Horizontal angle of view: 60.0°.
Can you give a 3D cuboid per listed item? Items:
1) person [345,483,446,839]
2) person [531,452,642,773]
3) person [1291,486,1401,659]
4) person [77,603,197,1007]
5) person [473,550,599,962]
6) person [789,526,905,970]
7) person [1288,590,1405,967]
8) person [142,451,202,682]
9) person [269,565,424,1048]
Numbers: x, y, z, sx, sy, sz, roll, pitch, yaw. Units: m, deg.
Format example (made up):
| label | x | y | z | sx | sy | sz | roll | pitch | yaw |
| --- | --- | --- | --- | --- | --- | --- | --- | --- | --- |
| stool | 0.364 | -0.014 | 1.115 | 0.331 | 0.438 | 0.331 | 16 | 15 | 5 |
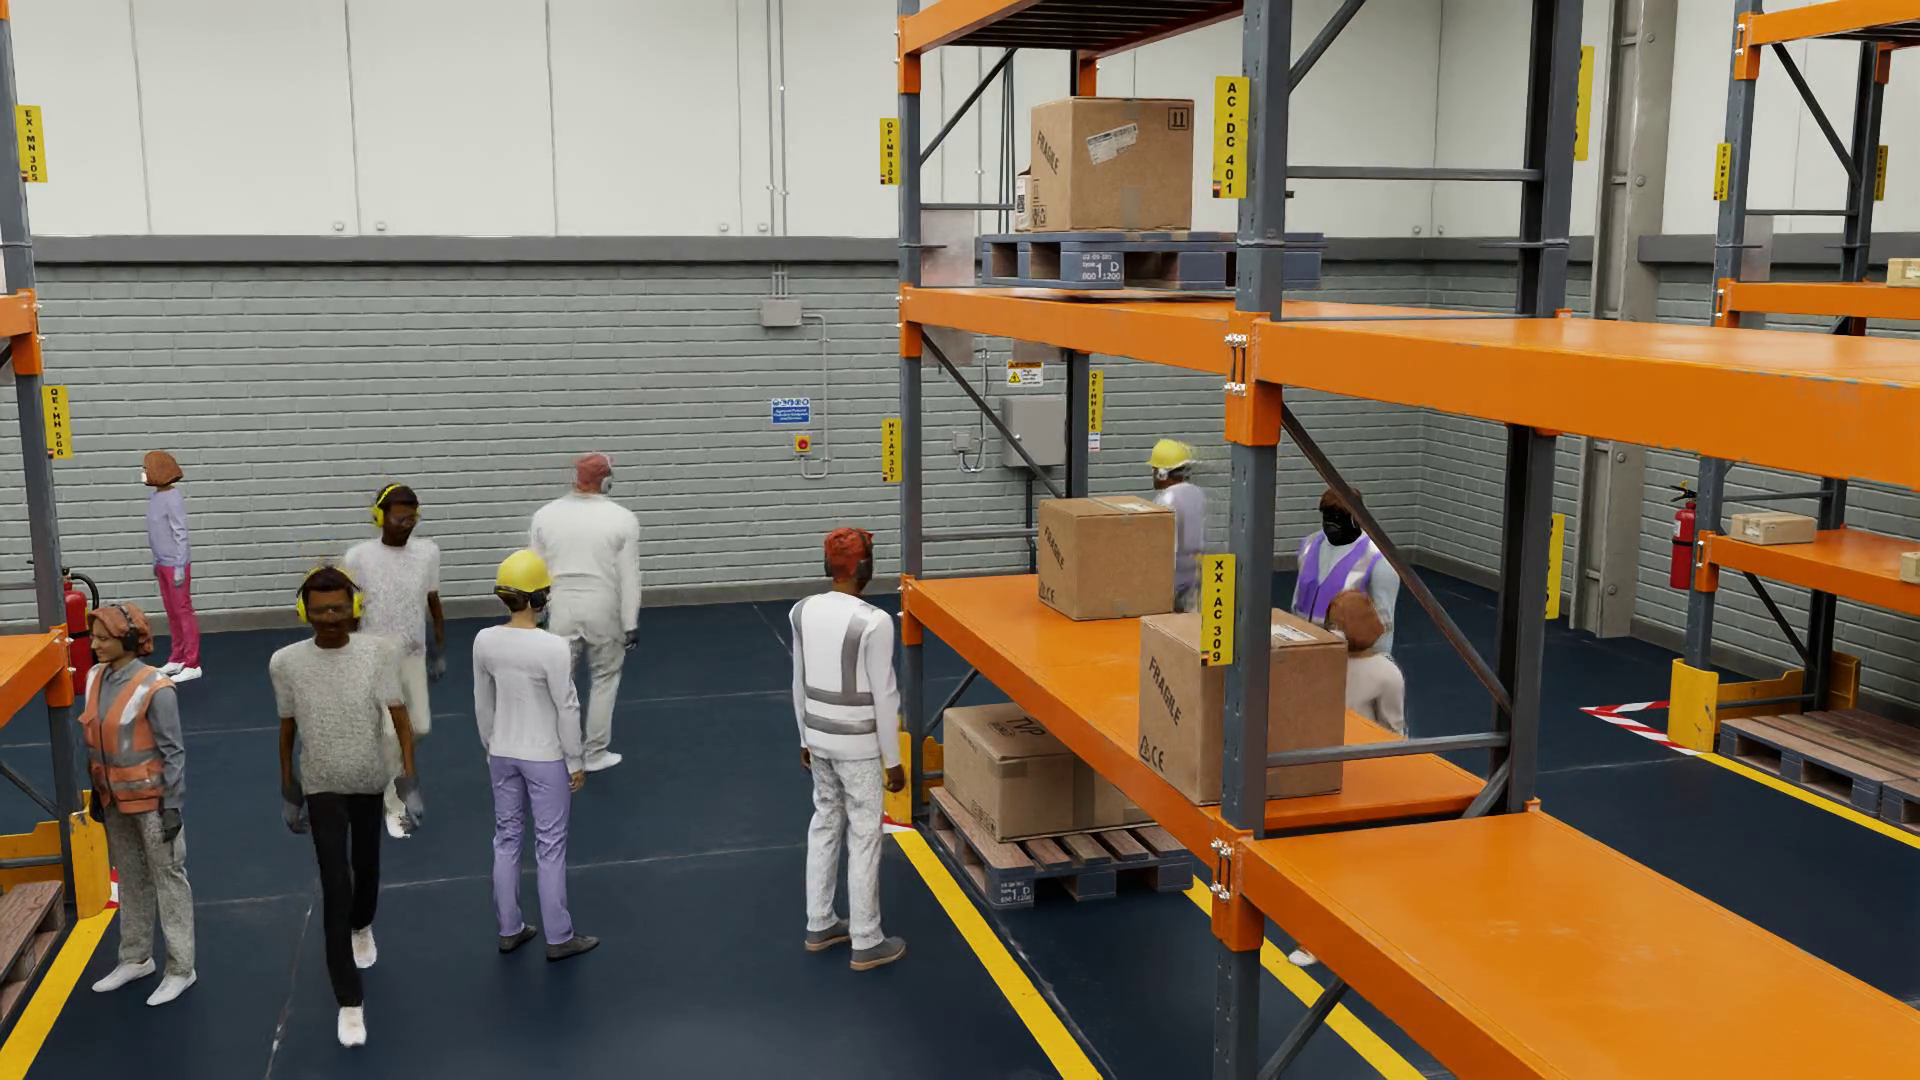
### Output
| label | x | y | z | sx | sy | sz | roll | pitch | yaw |
| --- | --- | --- | --- | --- | --- | --- | --- | --- | --- |
| person | -2.982 | 0.597 | 8.756 | 0.534 | 1.844 | 0.630 | -6 | 12 | -32 |
| person | -2.158 | 0.442 | 9.541 | 0.673 | 1.877 | 0.585 | 1 | 10 | 8 |
| person | 1.957 | 0.623 | 8.627 | 0.429 | 1.837 | 0.627 | -7 | 12 | -35 |
| person | -3.314 | 1.054 | 6.704 | 0.514 | 1.642 | 0.314 | 5 | 11 | 28 |
| person | -1.828 | 0.919 | 7.109 | 0.524 | 1.772 | 0.309 | 5 | 11 | 24 |
| person | -0.484 | 0.872 | 7.081 | 0.582 | 1.879 | 0.347 | 9 | 14 | 43 |
| person | 1.720 | 0.984 | 7.227 | 0.822 | 1.600 | 0.494 | -7 | 12 | -36 |
| person | -5.556 | 0.183 | 11.688 | 0.285 | 1.634 | 0.499 | -9 | 13 | -41 |
| person | -2.460 | 0.969 | 6.690 | 0.528 | 1.822 | 1.004 | -4 | 11 | -24 |
